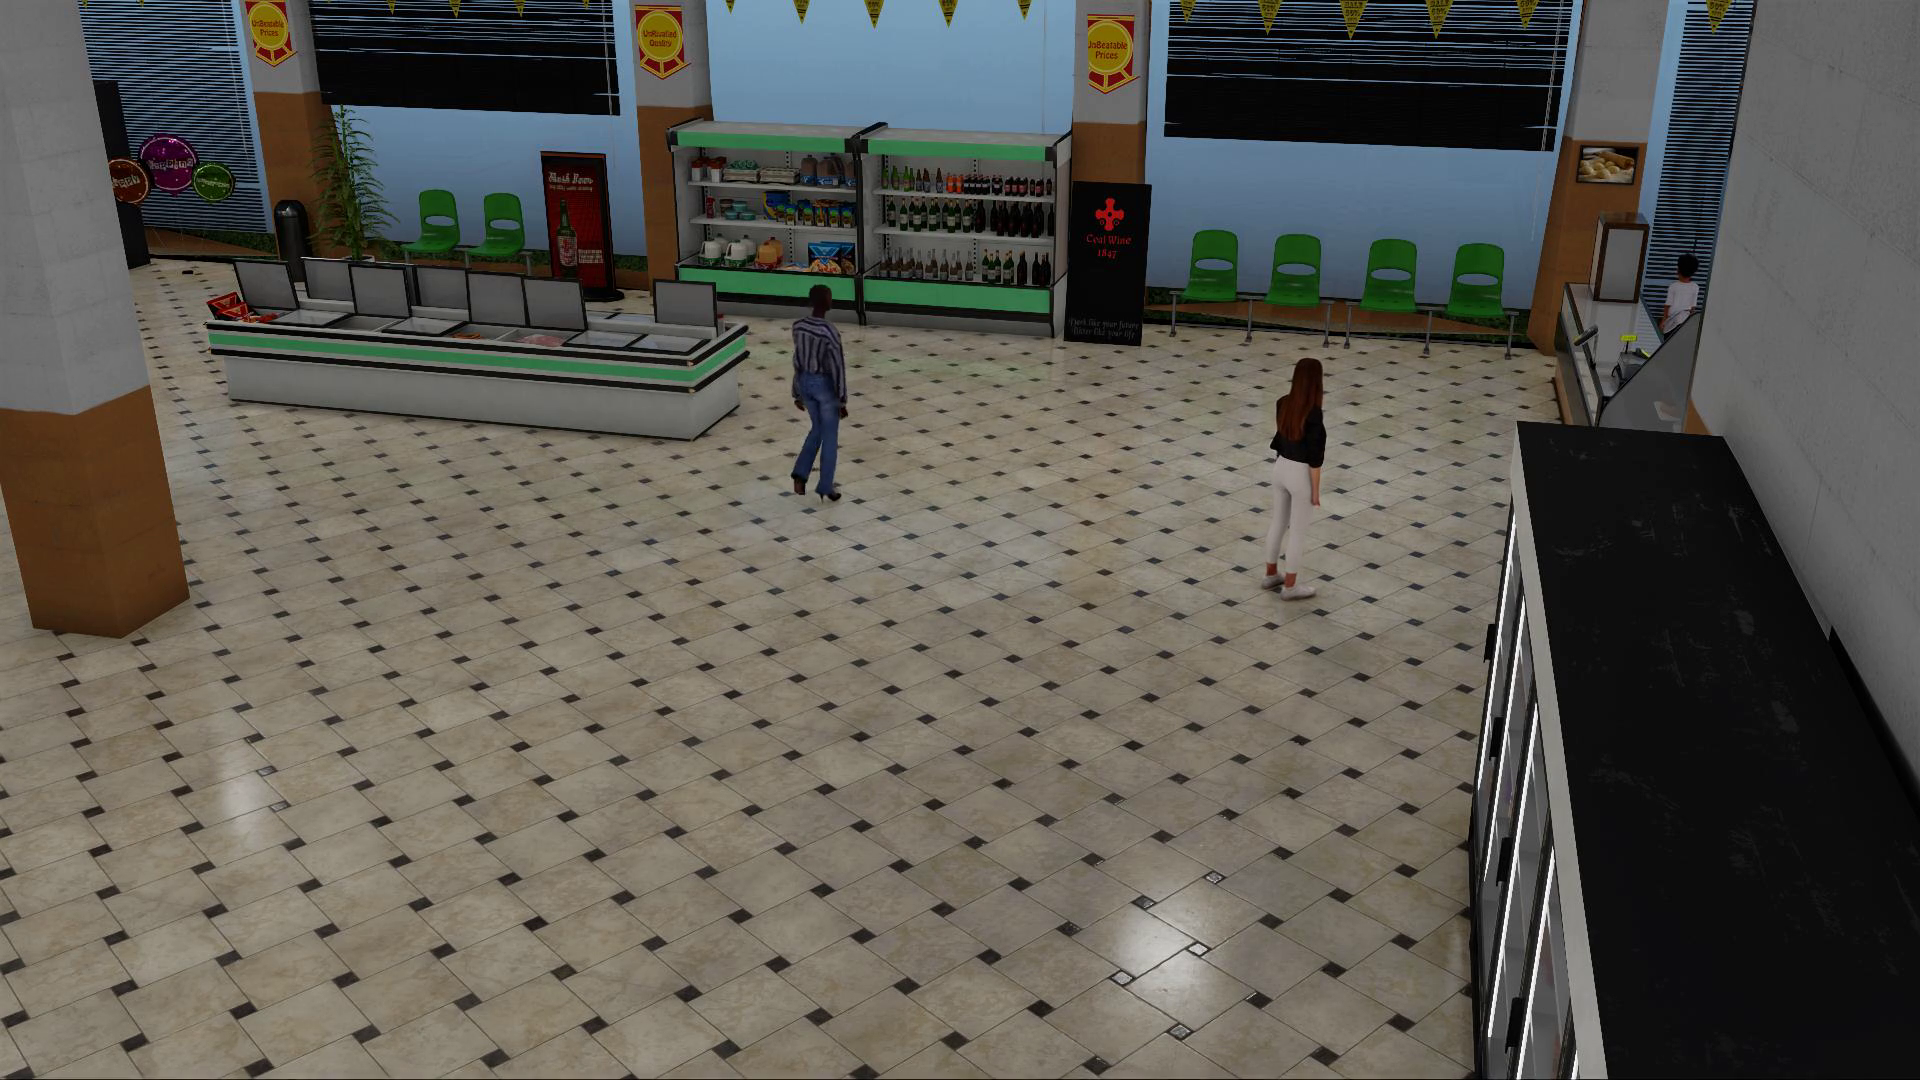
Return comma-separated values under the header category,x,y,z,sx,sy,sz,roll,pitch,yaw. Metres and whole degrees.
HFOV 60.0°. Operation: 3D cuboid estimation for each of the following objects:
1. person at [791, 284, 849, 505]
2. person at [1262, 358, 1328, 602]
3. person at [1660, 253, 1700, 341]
category,x,y,z,sx,sy,sz,roll,pitch,yaw
person,-1.150,-1.096,12.999,0.771,1.780,0.841,15,27,33
person,2.300,-0.428,11.447,0.721,1.699,0.660,-12,25,-28
person,7.108,-2.202,16.449,0.530,1.262,0.618,-3,22,-7
